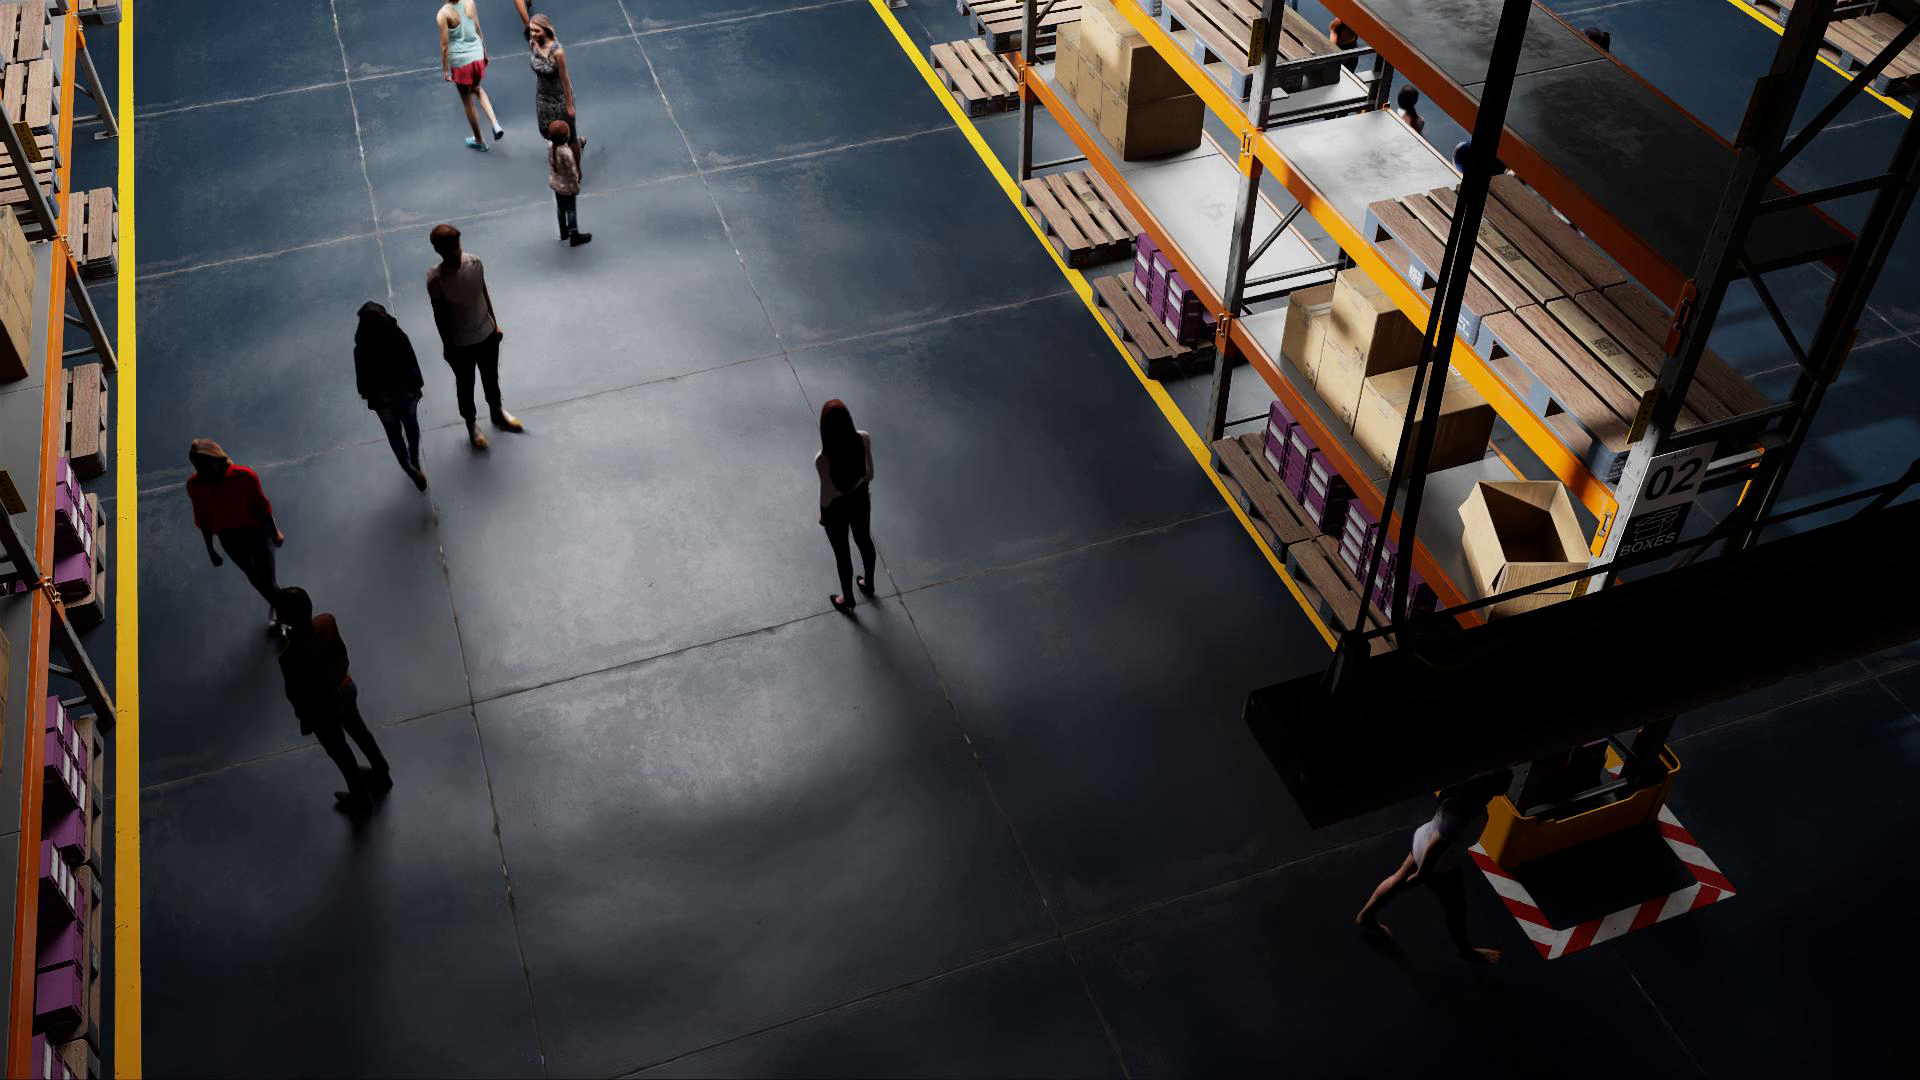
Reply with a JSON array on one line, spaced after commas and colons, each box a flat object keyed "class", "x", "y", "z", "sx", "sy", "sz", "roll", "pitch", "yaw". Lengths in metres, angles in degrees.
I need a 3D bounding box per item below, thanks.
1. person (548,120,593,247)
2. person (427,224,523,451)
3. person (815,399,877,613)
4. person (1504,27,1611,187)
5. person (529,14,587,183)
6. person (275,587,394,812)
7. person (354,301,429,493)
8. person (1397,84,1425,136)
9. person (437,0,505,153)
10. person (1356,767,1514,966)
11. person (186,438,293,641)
[{"class": "person", "x": -3.503, "y": -3.157, "z": 14.670, "sx": 0.505, "sy": 1.193, "sz": 0.600, "roll": 34, "pitch": 53, "yaw": 30}, {"class": "person", "x": -3.684, "y": -1.557, "z": 12.483, "sx": 0.712, "sy": 1.893, "sz": 0.732, "roll": 32, "pitch": 52, "yaw": 29}, {"class": "person", "x": -0.766, "y": -0.223, "z": 11.180, "sx": 0.653, "sy": 1.760, "sz": 0.615, "roll": -32, "pitch": 52, "yaw": -29}, {"class": "person", "x": 5.563, "y": -3.775, "z": 14.964, "sx": 0.787, "sy": 1.684, "sz": 1.222, "roll": -24, "pitch": 49, "yaw": -23}, {"class": "person", "x": -3.641, "y": -4.078, "z": 15.275, "sx": 0.817, "sy": 1.693, "sz": 0.869, "roll": 21, "pitch": 47, "yaw": 20}, {"class": "person", "x": -3.748, "y": 0.954, "z": 9.931, "sx": 0.760, "sy": 1.778, "sz": 0.667, "roll": 13, "pitch": 45, "yaw": 13}, {"class": "person", "x": -4.107, "y": -1.022, "z": 12.131, "sx": 0.672, "sy": 1.604, "sz": 0.927, "roll": -18, "pitch": 47, "yaw": -18}, {"class": "person", "x": 3.832, "y": -3.179, "z": 14.460, "sx": 0.747, "sy": 1.516, "sz": 1.146, "roll": -2, "pitch": 44, "yaw": -2}, {"class": "person", "x": -4.570, "y": -4.477, "z": 15.644, "sx": 0.893, "sy": 1.761, "sz": 0.829, "roll": 26, "pitch": 50, "yaw": 25}, {"class": "person", "x": 2.572, "y": 1.735, "z": 9.202, "sx": 1.082, "sy": 1.652, "sz": 1.040, "roll": 20, "pitch": 47, "yaw": 20}, {"class": "person", "x": -4.757, "y": -0.078, "z": 11.078, "sx": 0.671, "sy": 1.690, "sz": 0.652, "roll": -8, "pitch": 44, "yaw": -8}]
